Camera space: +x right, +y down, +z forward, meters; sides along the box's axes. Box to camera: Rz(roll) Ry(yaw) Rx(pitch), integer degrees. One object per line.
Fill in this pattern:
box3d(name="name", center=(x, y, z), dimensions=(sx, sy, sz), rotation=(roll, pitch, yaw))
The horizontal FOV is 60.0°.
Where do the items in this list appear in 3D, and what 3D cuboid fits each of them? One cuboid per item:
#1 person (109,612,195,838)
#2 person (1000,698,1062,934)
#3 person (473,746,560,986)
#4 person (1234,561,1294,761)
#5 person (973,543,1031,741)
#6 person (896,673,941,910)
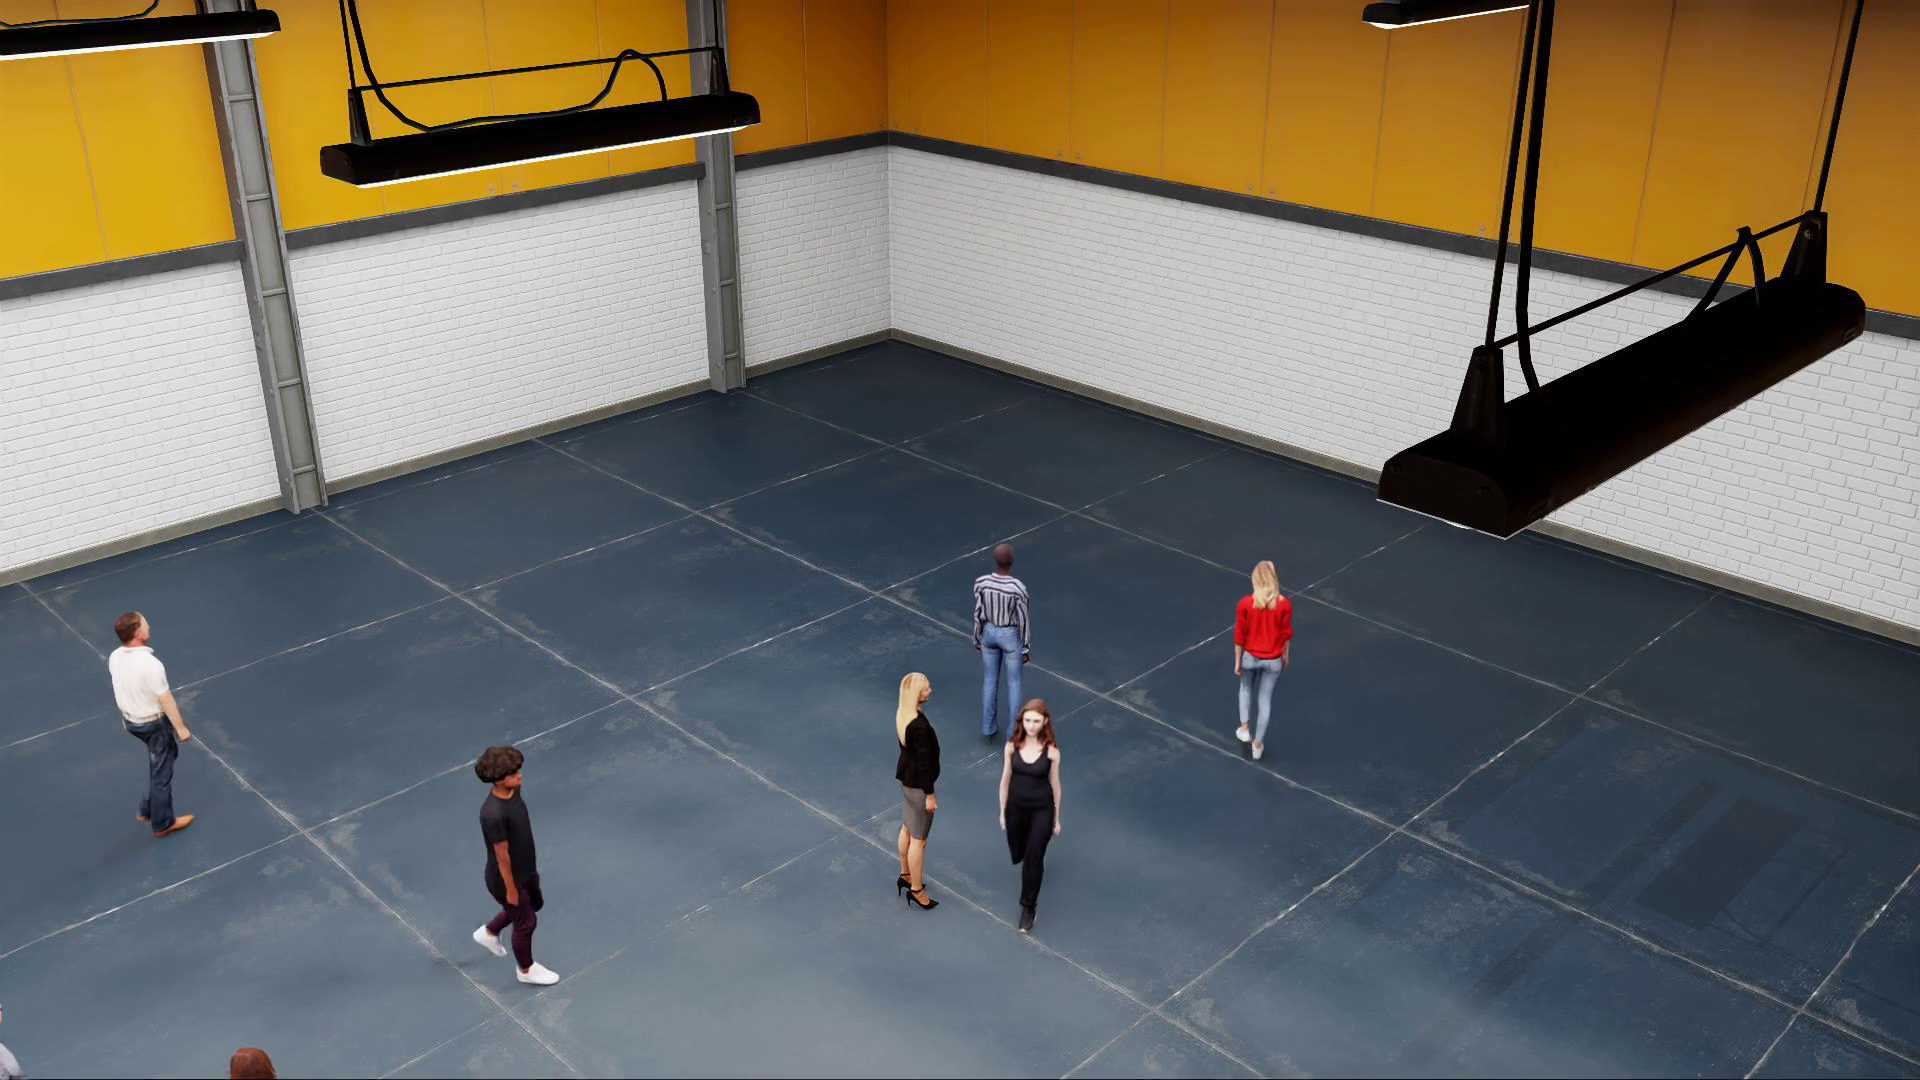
box3d(name="person", center=(-6.127, 1.422, 12.394), dimensions=(0.707, 1.842, 0.716), rotation=(16, 28, 32))
box3d(name="person", center=(0.512, 1.835, 11.585), dimensions=(0.900, 1.732, 1.068), rotation=(5, 24, 12))
box3d(name="person", center=(-2.995, 2.130, 10.868), dimensions=(0.944, 1.767, 0.897), rotation=(1, 24, 3))
box3d(name="person", center=(2.456, 1.014, 13.516), dimensions=(0.765, 1.690, 0.808), rotation=(4, 24, 10))
box3d(name="person", center=(0.344, 0.865, 13.728), dimensions=(0.711, 1.793, 0.664), rotation=(11, 26, 23))
box3d(name="person", center=(-0.310, 1.749, 11.645), dimensions=(0.675, 1.843, 0.684), rotation=(-9, 25, -20))
